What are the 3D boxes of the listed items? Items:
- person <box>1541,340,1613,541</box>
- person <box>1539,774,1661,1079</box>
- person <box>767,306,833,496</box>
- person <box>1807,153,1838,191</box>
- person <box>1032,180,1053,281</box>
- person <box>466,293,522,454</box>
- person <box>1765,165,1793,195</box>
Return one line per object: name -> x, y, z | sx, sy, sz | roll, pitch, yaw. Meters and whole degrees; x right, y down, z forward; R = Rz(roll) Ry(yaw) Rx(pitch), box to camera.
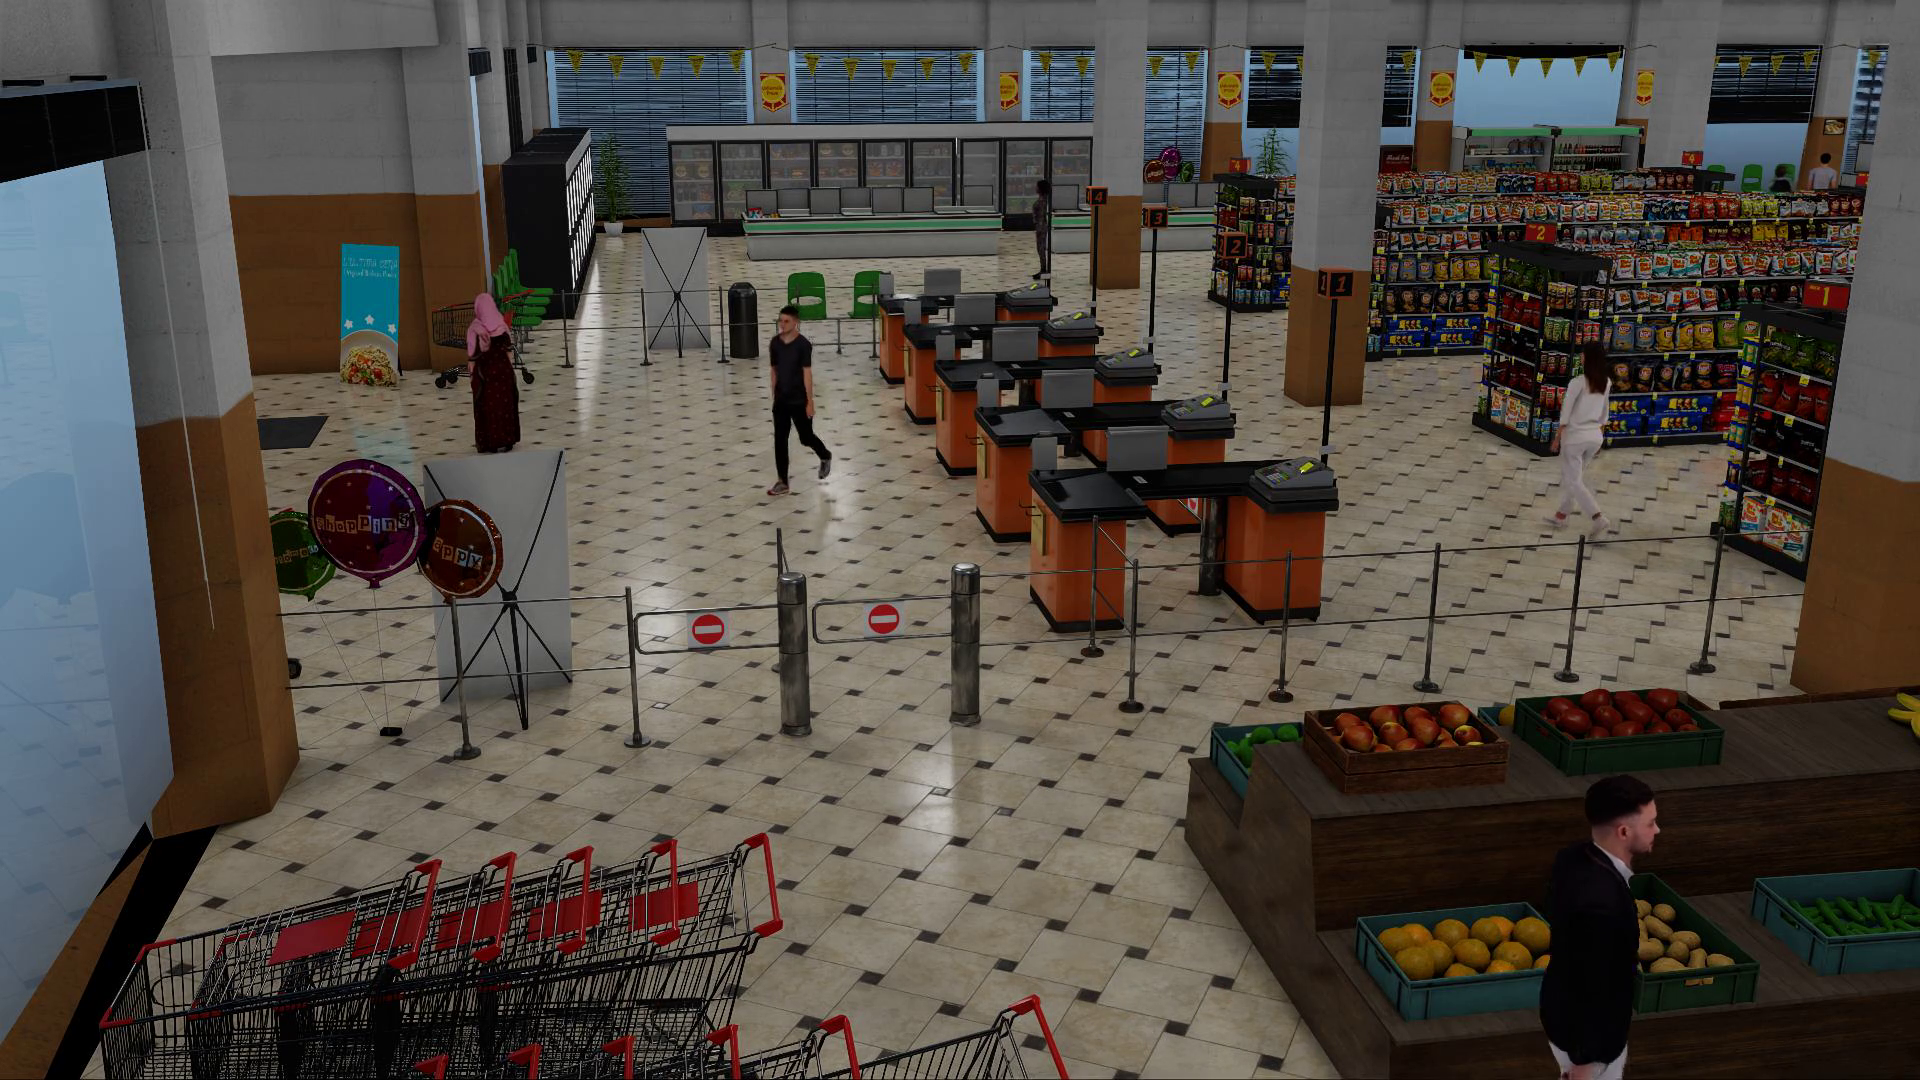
person -> 5.271, -0.825, 14.012 | 1.034, 1.669, 0.872 | -9, 19, -27
person -> 2.000, 1.649, 5.609 | 1.101, 1.818, 0.913 | 4, 17, 14
person -> -1.491, -1.298, 15.449 | 1.104, 1.738, 1.117 | 9, 19, 28
person -> 17.288, -6.841, 33.489 | 0.676, 1.863, 0.798 | 6, 18, 19
person -> 1.429, -5.434, 29.117 | 0.632, 1.713, 0.626 | 1, 17, 3
person -> -4.778, -1.711, 16.980 | 0.683, 1.638, 0.813 | -11, 20, -33
person -> 15.217, -6.051, 30.976 | 0.871, 1.812, 0.876 | 3, 17, 8
